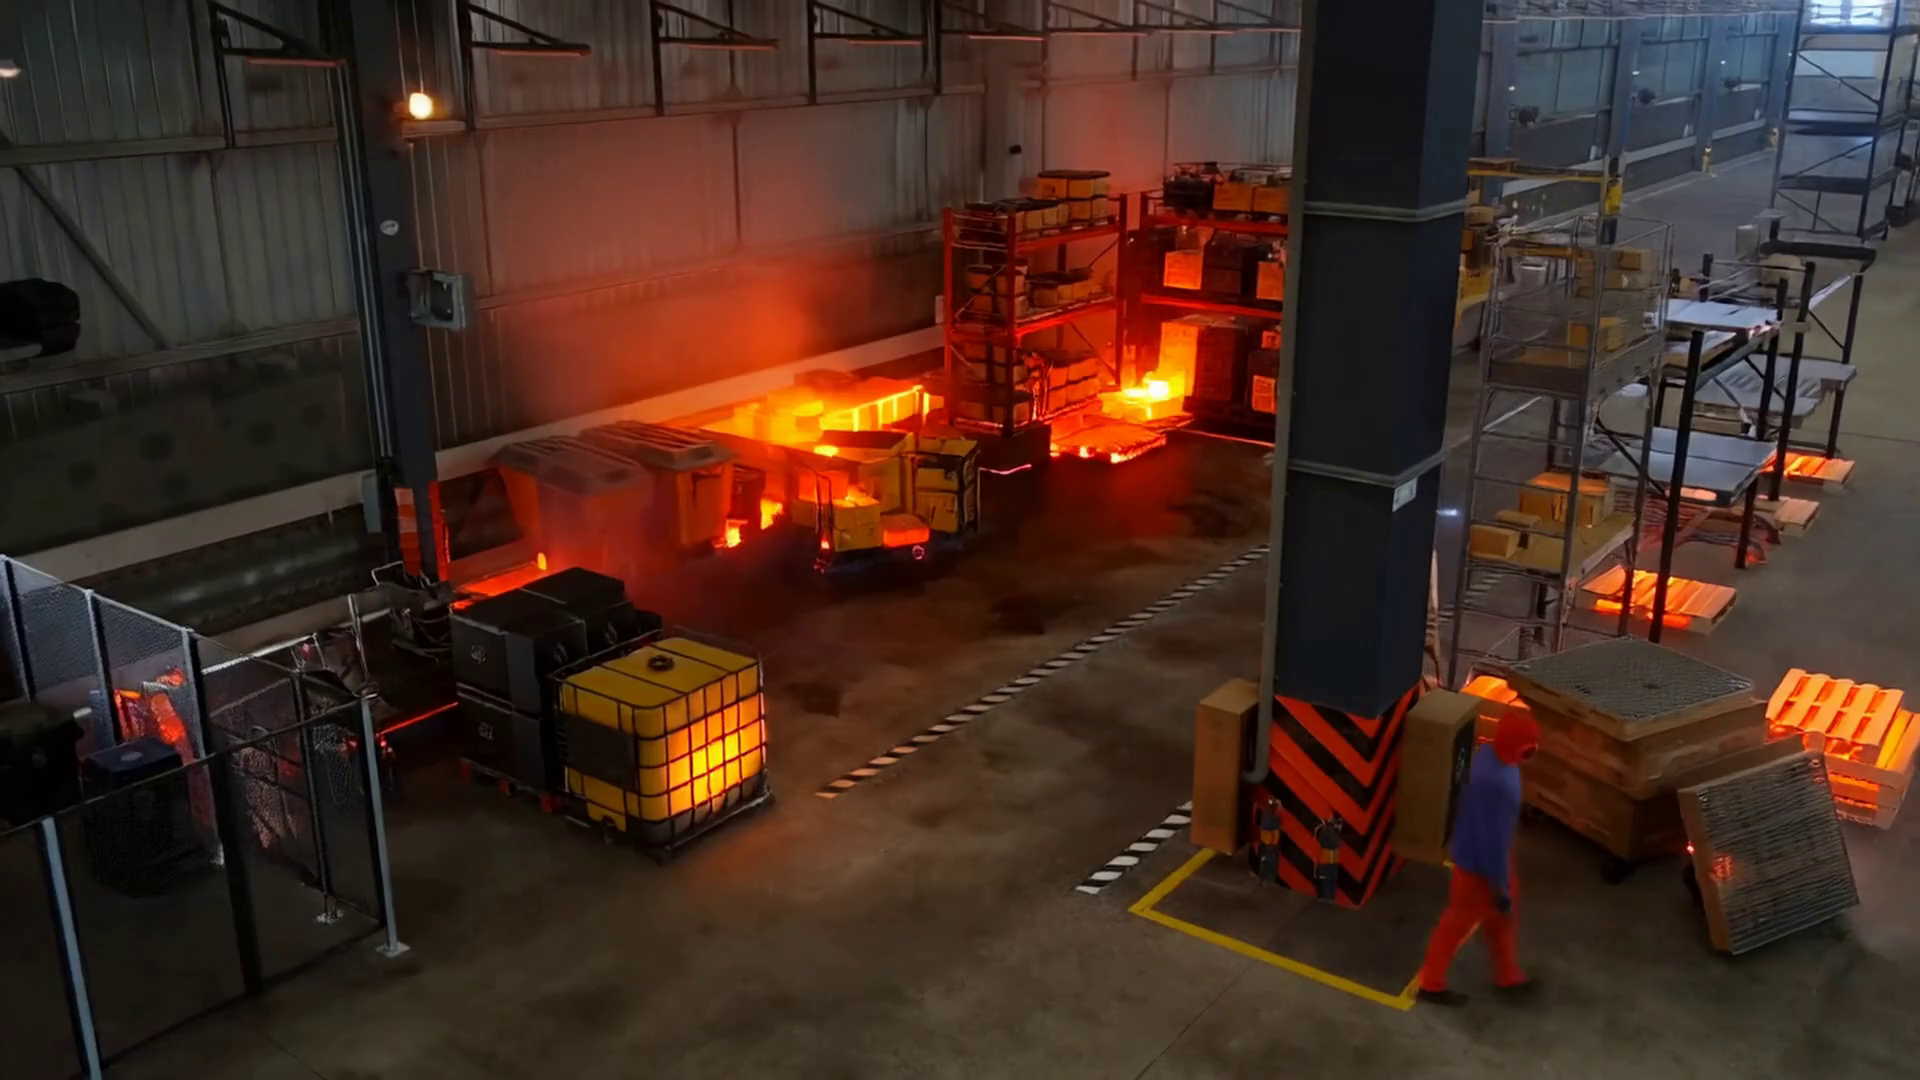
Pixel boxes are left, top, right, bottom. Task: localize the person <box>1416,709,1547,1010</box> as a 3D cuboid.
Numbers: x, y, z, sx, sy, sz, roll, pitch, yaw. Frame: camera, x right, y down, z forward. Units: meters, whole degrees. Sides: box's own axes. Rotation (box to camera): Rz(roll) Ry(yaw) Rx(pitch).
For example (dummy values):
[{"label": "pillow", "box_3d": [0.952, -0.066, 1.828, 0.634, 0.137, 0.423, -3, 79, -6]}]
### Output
[{"label": "person", "box_3d": [3.096, 1.851, 9.507, 0.878, 1.897, 0.640, 5, 19, 16]}]
